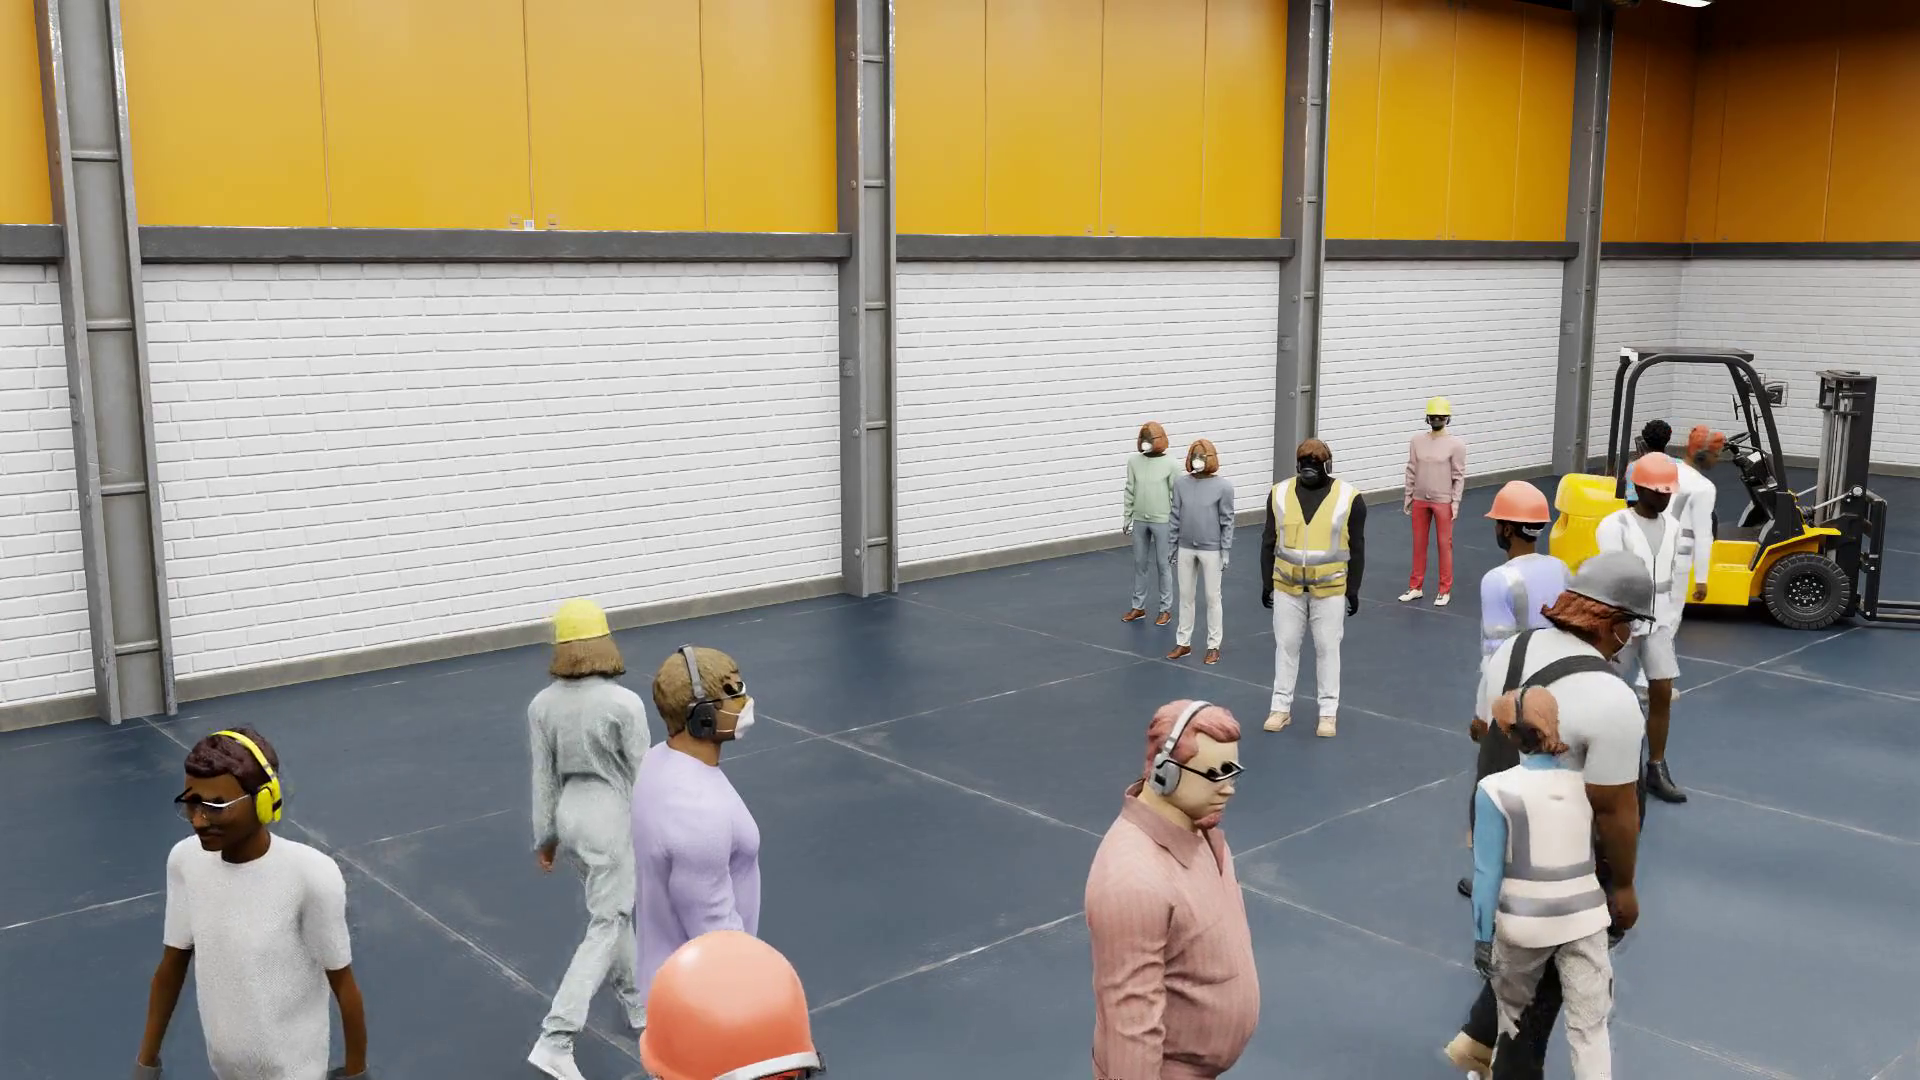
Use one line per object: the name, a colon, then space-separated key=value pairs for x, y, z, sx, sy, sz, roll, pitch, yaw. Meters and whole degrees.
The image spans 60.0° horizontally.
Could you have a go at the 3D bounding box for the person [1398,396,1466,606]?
person: x=3.999 y=-0.329 z=14.067 sx=0.525 sy=1.771 sz=0.303 roll=9 pitch=13 yaw=42

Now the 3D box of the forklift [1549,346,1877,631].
forklift: x=6.109 y=-0.478 z=13.691 sx=2.313 sy=2.155 sz=1.214 roll=3 pitch=10 yaw=16

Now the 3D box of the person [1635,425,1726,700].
person: x=4.622 y=0.161 z=10.950 sx=0.614 sy=1.853 sz=0.632 roll=-2 pitch=10 yaw=-12

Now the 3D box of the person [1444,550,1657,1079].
person: x=2.000 y=0.992 z=5.529 sx=0.545 sy=2.000 sz=0.723 roll=-2 pitch=10 yaw=-11

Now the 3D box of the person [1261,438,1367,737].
person: x=2.151 y=0.291 z=10.220 sx=0.630 sy=1.842 sz=0.429 roll=4 pitch=11 yaw=23

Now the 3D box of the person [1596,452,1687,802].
person: x=3.699 y=0.434 z=9.217 sx=0.535 sy=1.903 sz=0.877 roll=-2 pitch=10 yaw=-14

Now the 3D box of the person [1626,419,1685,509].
person: x=5.340 y=-0.079 z=12.800 sx=0.535 sy=1.699 sz=0.322 roll=-2 pitch=10 yaw=-10

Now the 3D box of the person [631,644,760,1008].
person: x=-0.679 y=1.228 z=4.452 sx=0.372 sy=1.940 sz=0.632 roll=-4 pitch=10 yaw=-20

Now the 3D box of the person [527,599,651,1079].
person: x=-1.354 y=1.074 z=6.065 sx=0.535 sy=1.696 sz=0.842 roll=5 pitch=11 yaw=27

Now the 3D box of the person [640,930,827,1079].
person: x=-0.336 y=1.539 z=2.493 sx=0.638 sy=1.988 sz=0.447 roll=-8 pitch=12 yaw=-39

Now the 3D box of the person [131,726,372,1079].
person: x=-1.777 y=1.355 z=4.051 sx=0.541 sy=1.825 sz=0.942 roll=4 pitch=11 yaw=24

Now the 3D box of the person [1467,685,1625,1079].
person: x=1.914 y=1.250 z=5.363 sx=0.562 sy=1.586 sz=0.866 roll=0 pitch=10 yaw=-3

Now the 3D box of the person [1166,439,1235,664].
person: x=1.737 y=0.078 z=12.064 sx=0.502 sy=1.636 sz=0.280 roll=6 pitch=11 yaw=32

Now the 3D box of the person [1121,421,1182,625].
person: x=1.535 y=-0.136 z=13.324 sx=0.509 sy=1.631 sz=0.268 roll=7 pitch=12 yaw=34

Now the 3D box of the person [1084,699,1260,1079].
person: x=0.526 y=1.313 z=4.066 sx=0.400 sy=1.900 sz=0.645 roll=3 pitch=10 yaw=19

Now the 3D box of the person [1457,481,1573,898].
person: x=2.510 y=0.697 z=7.559 sx=0.546 sy=1.939 sz=0.375 roll=-7 pitch=12 yaw=-34
